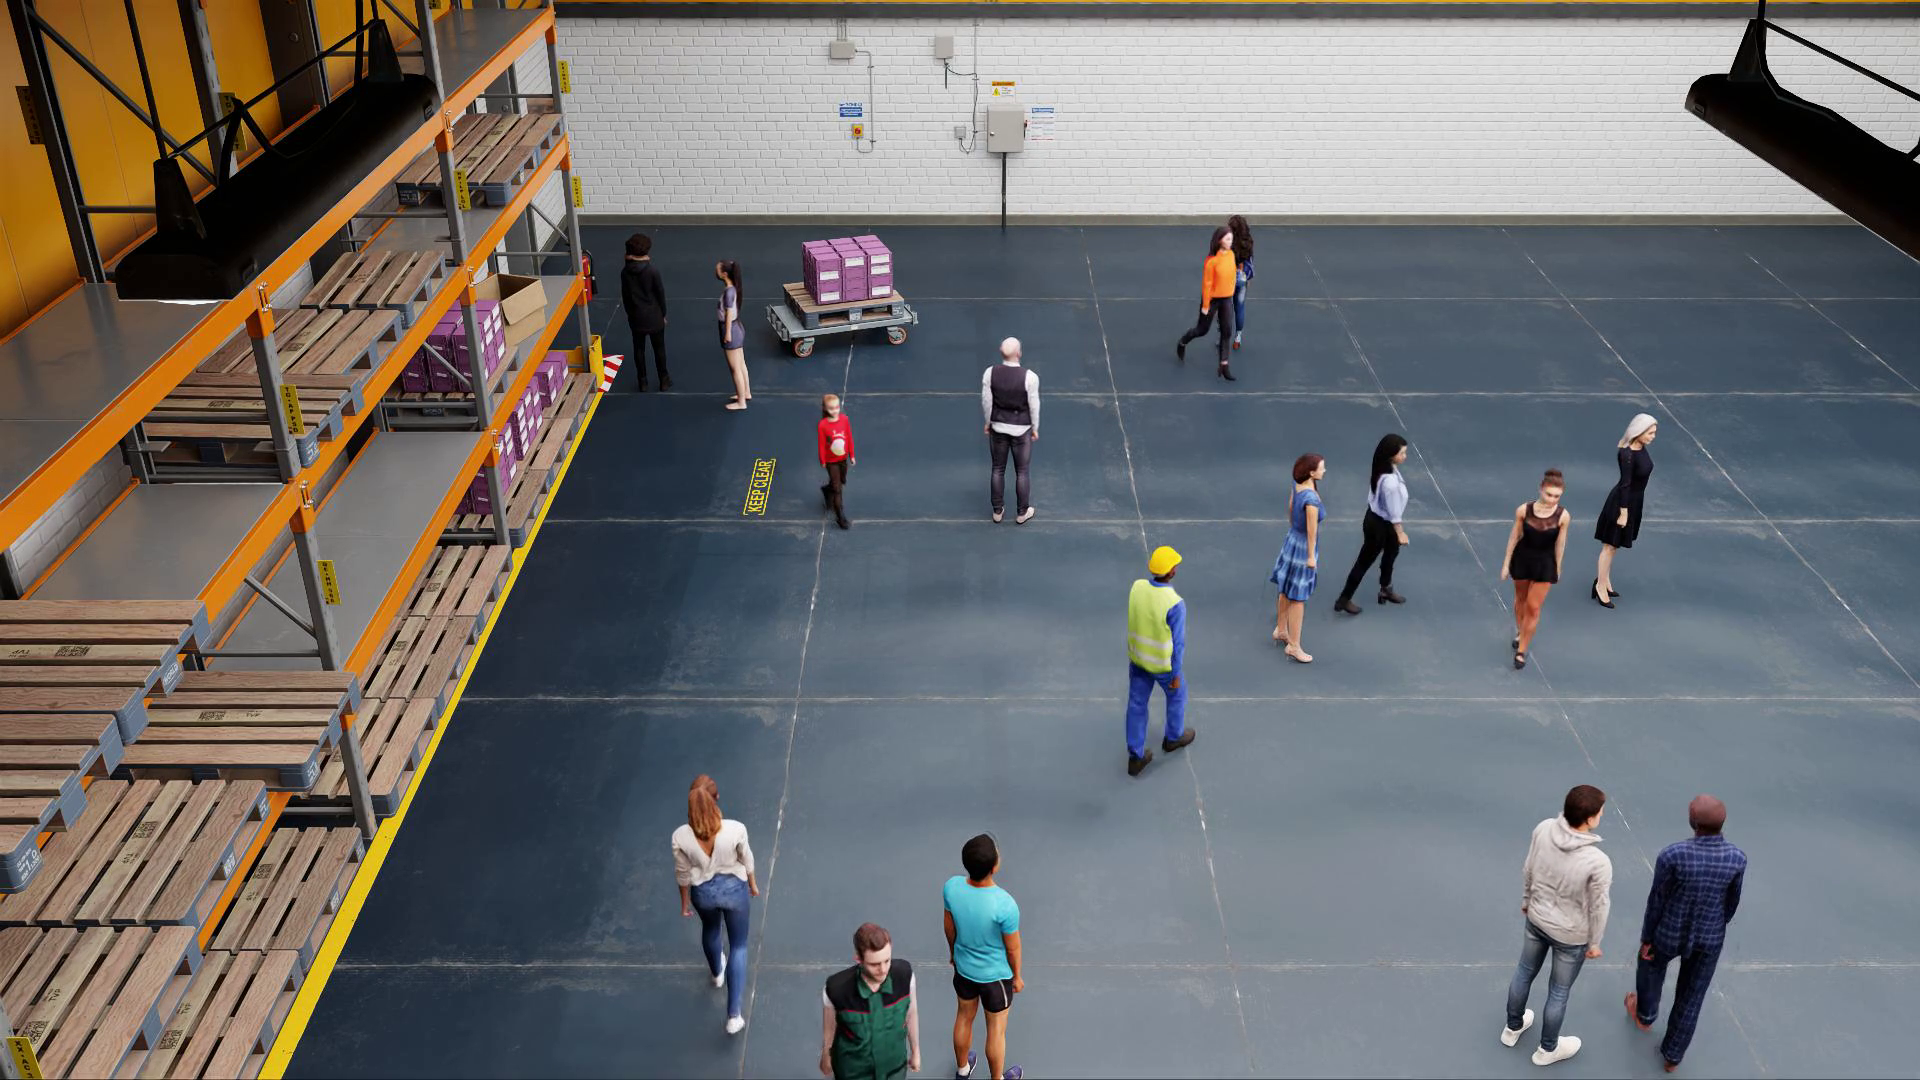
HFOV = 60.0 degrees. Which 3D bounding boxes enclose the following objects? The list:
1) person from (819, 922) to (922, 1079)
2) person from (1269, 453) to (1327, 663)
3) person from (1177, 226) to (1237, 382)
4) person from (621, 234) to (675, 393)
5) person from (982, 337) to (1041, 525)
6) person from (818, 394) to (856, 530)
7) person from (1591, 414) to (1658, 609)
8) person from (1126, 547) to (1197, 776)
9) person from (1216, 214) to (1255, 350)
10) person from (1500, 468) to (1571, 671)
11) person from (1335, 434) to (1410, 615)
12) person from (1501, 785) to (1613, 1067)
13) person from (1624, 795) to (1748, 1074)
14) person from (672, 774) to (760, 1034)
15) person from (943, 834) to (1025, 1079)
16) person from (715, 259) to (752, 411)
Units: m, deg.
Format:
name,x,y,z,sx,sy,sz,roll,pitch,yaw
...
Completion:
name,x,y,z,sx,sy,sz,roll,pitch,yaw
person,-0.488,2.663,8.649,0.783,1.826,0.822,-12,31,-20
person,2.730,0.125,13.323,0.758,1.805,0.560,-4,29,-8
person,2.773,-2.656,18.515,1.083,1.715,1.180,-22,35,-34
person,-3.417,-2.464,18.095,0.622,1.781,0.608,2,29,3
person,0.465,-1.010,15.387,0.746,1.822,0.686,7,29,13
person,-1.180,-0.780,15.546,0.797,1.266,0.913,-20,34,-32
person,5.630,-0.268,14.103,0.756,1.748,0.664,17,33,28
person,1.345,0.892,11.928,0.993,1.796,1.078,20,35,33
person,3.160,-2.991,19.233,0.598,1.616,0.536,-1,29,-1
person,4.651,0.154,13.422,0.826,1.660,0.967,15,32,25
person,3.390,-0.088,13.812,0.741,1.712,0.805,2,29,3
person,3.399,2.188,9.496,0.820,1.849,0.731,-20,34,-32
person,4.116,2.274,9.394,0.780,1.795,0.890,6,29,10
person,-1.400,2.137,9.746,0.615,1.699,0.971,0,29,1
person,0.122,2.374,9.230,0.692,1.777,0.687,15,32,25
person,-2.409,-2.207,17.765,0.651,1.646,0.442,1,29,2
